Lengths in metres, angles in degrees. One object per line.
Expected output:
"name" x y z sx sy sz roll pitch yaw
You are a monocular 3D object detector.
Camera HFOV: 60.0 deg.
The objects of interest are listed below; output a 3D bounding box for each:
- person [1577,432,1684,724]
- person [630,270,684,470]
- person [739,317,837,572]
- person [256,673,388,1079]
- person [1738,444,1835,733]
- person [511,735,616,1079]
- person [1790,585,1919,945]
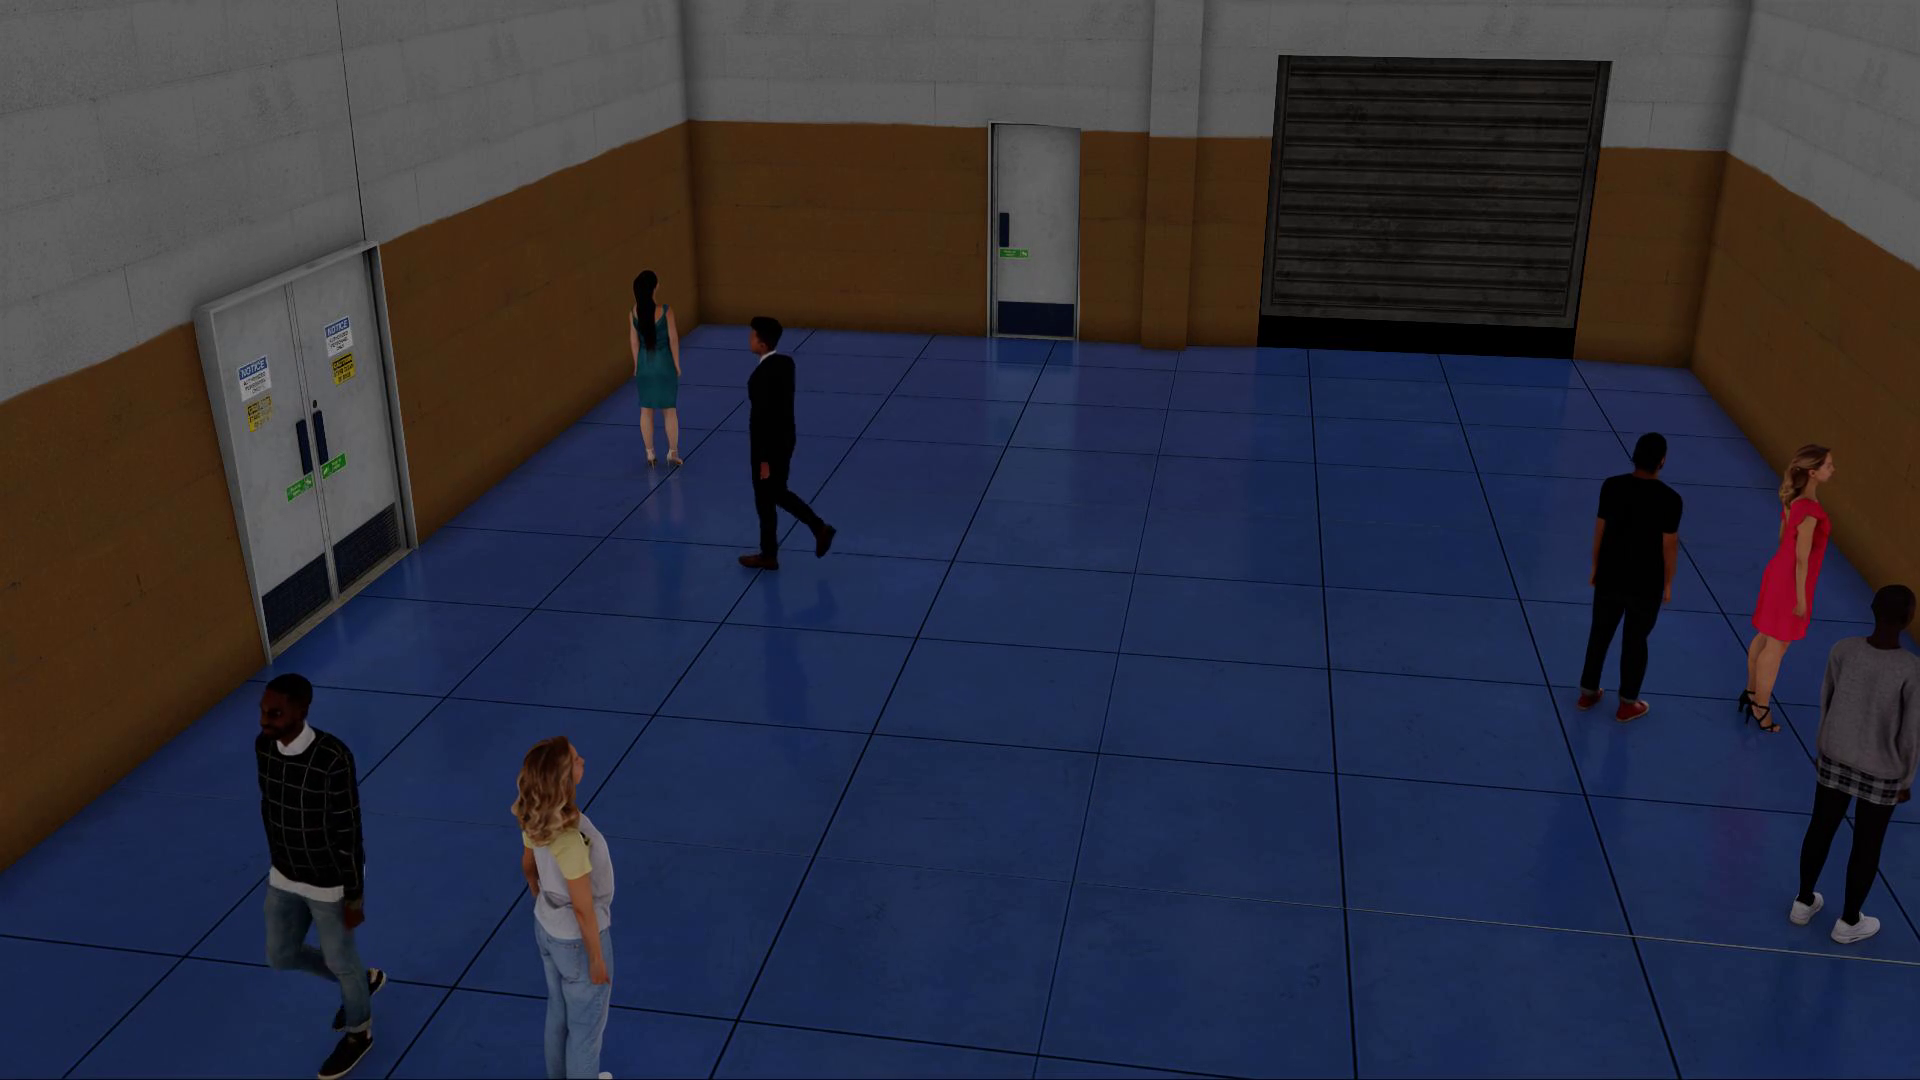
"person" 3.888 0.217 9.653 0.698 1.759 0.793 18 28 38
"person" -2.526 -1.413 13.808 0.455 1.687 0.622 1 22 3
"person" -1.227 -0.654 11.674 0.993 1.868 0.787 7 23 16
"person" -2.566 1.324 6.828 0.747 1.811 0.838 10 24 23
"person" 4.761 0.261 9.586 0.549 1.728 0.578 5 23 13
"person" -1.504 1.528 6.418 0.772 1.723 0.693 -17 28 -36
"person" 4.136 1.020 7.639 0.752 1.772 0.684 -16 27 -34
